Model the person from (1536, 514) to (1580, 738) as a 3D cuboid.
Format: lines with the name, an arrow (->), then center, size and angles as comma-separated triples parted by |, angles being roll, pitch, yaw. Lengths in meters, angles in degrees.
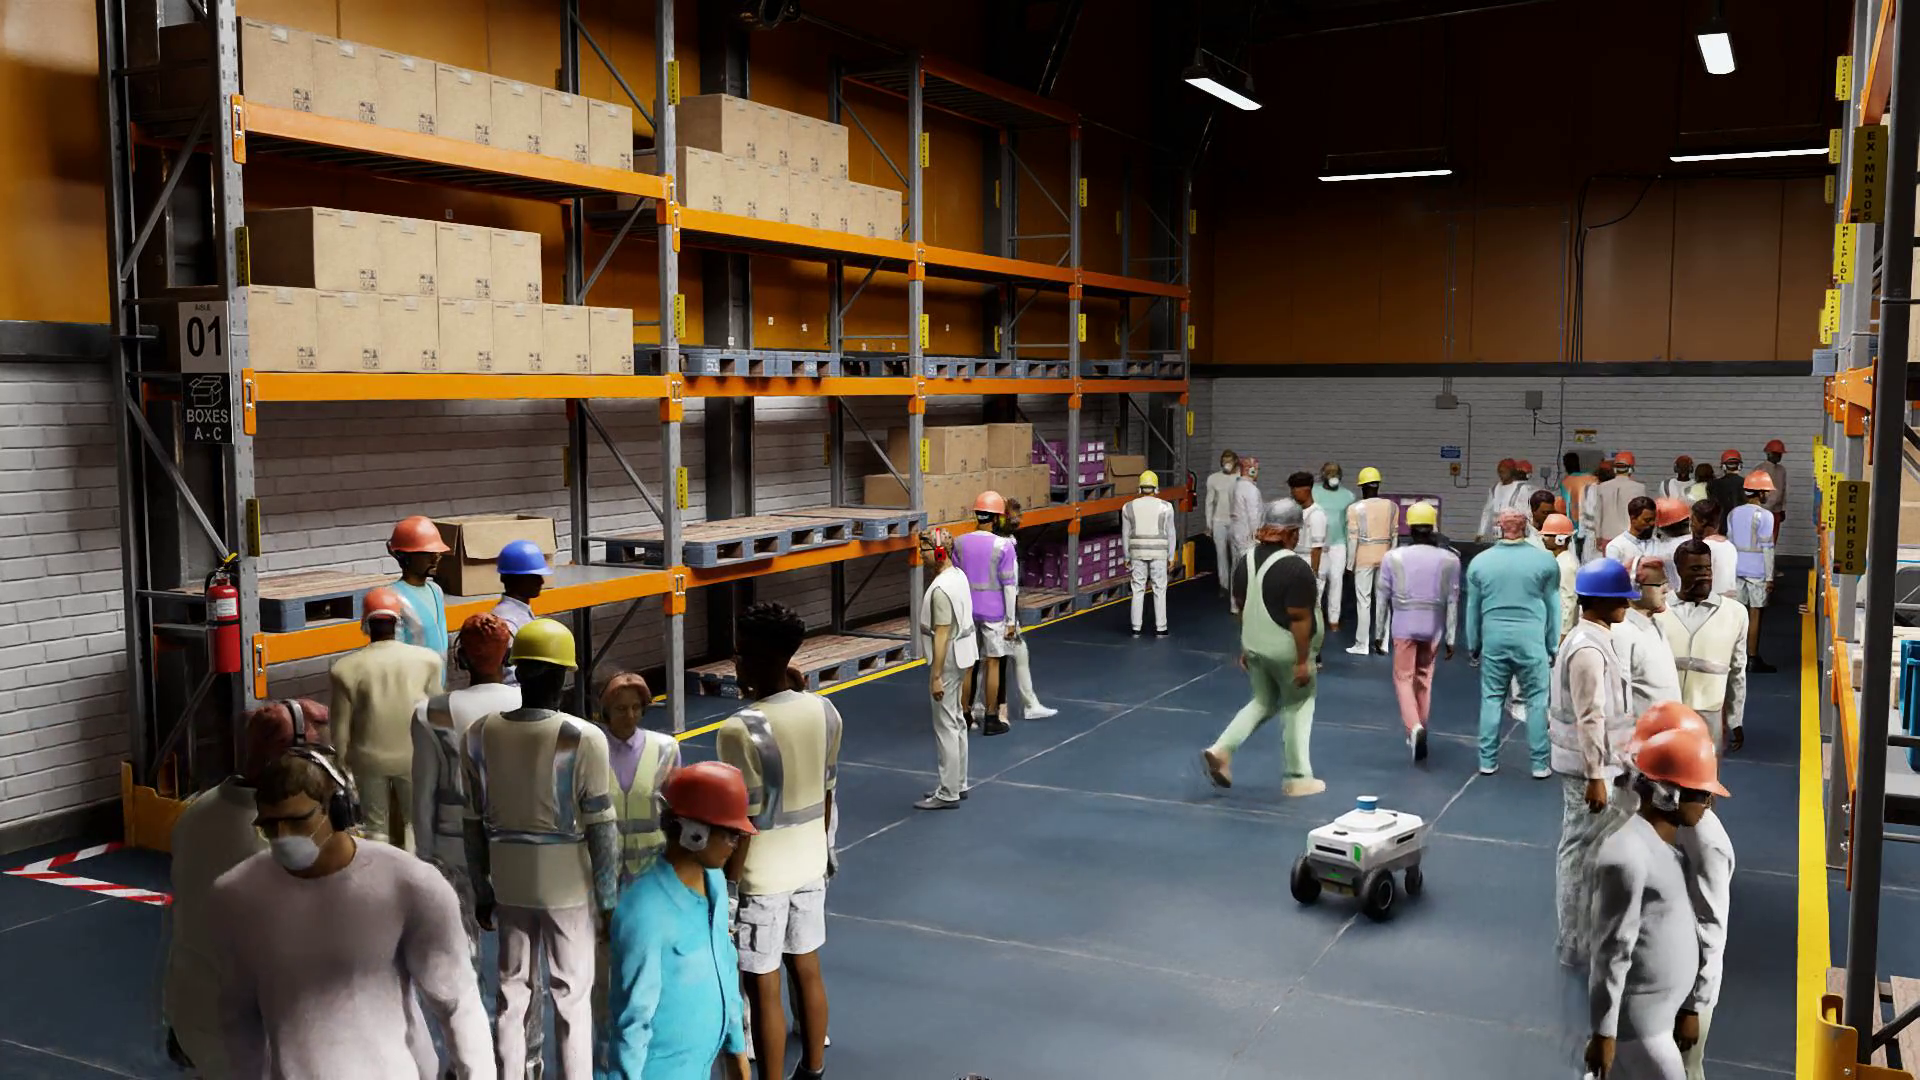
person -> 4.662, 0.668, 13.007 | 0.336, 1.753, 0.564 | 1, 5, 10

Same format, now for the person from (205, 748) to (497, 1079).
person -> -1.526, 1.428, 4.244 | 0.731, 1.874, 1.054 | 0, 5, -3

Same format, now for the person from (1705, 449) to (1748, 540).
person -> 9.250, -0.095, 19.978 | 0.608, 1.988, 0.387 | 1, 5, 12

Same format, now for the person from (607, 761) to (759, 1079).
person -> -0.705, 1.467, 4.595 | 0.702, 1.710, 0.617 | 1, 5, 14

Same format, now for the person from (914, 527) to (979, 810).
person -> -0.081, 0.833, 10.820 | 0.394, 1.836, 0.560 | 1, 5, 10

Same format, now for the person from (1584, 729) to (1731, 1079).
person -> 2.179, 1.428, 5.111 | 0.906, 1.694, 0.578 | 4, 7, 37

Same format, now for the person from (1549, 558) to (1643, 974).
person -> 2.984, 1.052, 7.850 | 0.391, 1.948, 0.605 | 2, 6, 18

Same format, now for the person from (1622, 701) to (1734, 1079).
person -> 2.242, 1.381, 5.326 | 0.322, 1.754, 0.563 | 0, 5, 0

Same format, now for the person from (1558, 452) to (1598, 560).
person -> 8.287, -0.233, 22.122 | 0.638, 1.868, 0.864 | -1, 5, -11

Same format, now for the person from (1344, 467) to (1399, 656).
person -> 4.179, 0.218, 16.946 | 0.586, 1.925, 0.369 | -2, 6, -19

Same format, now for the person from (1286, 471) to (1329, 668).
person -> 3.292, 0.309, 15.868 | 0.429, 1.947, 0.626 | 0, 5, -4

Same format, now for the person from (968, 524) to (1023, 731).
person -> 0.224, 0.670, 13.311 | 0.556, 1.695, 0.318 | -2, 6, -19

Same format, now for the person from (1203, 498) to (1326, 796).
person -> 2.072, 0.707, 11.064 | 0.769, 2.000, 0.692 | -3, 6, -28

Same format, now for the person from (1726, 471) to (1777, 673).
person -> 7.609, 0.305, 15.944 | 0.356, 1.937, 0.552 | -2, 6, -17

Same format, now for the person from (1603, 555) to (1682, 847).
person -> 3.394, 1.026, 8.341 | 0.405, 1.911, 0.636 | 4, 6, 35

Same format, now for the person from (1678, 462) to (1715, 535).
person -> 8.984, -0.025, 20.102 | 0.646, 1.825, 0.678 | 1, 6, 16

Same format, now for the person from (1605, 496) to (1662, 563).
person -> 5.206, 0.607, 12.874 | 0.598, 1.907, 0.401 | -4, 6, -34

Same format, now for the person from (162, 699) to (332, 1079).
person -> -1.980, 1.384, 4.659 | 0.667, 1.876, 0.474 | 5, 7, 44

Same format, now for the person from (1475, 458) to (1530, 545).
person -> 6.576, -0.064, 20.281 | 0.678, 1.863, 0.622 | -3, 6, -25

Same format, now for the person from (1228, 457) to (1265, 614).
person -> 3.418, -0.029, 19.757 | 0.400, 1.905, 0.645 | -1, 5, -11

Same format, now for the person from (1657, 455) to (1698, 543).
person -> 8.977, -0.112, 20.715 | 0.574, 1.884, 0.356 | 3, 6, 30

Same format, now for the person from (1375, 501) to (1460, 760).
person -> 3.383, 0.667, 12.277 | 0.595, 1.903, 0.806 | 0, 5, 3

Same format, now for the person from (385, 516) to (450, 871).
person -> -2.953, 0.887, 9.117 | 0.378, 2.044, 0.607 | 1, 5, 7

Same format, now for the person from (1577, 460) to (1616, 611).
person -> 7.742, -0.040, 20.137 | 0.476, 1.854, 0.613 | -3, 6, -30

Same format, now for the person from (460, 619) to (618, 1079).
person -> -1.489, 1.240, 5.974 | 0.586, 1.919, 0.379 | 1, 5, 14

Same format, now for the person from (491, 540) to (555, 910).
person -> -2.321, 0.966, 8.770 | 0.403, 1.945, 0.614 | -1, 5, -8

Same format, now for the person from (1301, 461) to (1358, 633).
person -> 4.107, 0.059, 18.661 | 0.643, 1.924, 0.653 | 0, 5, 1

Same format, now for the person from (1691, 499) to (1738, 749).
person -> 5.614, 0.648, 12.450 | 0.606, 1.903, 0.393 | -5, 7, -43

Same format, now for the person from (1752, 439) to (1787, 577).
person -> 11.584, -0.445, 23.784 | 0.611, 1.985, 0.412 | -2, 6, -24

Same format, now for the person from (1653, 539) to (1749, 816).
person -> 3.978, 0.947, 9.115 | 0.596, 1.921, 0.380 | 2, 6, 19

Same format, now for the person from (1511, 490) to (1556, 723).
person -> 4.707, 0.538, 13.609 | 0.601, 1.908, 0.391 | -2, 6, -24

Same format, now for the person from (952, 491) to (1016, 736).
person -> 0.201, 0.579, 13.098 | 0.548, 1.924, 0.387 | 3, 6, 26

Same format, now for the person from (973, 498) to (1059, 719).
person -> 0.410, 0.575, 13.578 | 0.889, 1.828, 0.516 | 3, 6, 32

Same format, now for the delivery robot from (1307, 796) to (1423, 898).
delivery robot -> 2.153, 1.604, 8.818 | 0.477, 0.478, 0.707 | 5, 7, 44

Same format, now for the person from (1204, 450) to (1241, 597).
person -> 3.510, -0.222, 21.700 | 0.630, 1.925, 0.529 | 2, 6, 21

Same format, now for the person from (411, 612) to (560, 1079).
person -> -1.837, 1.216, 6.495 | 0.568, 1.878, 0.351 | -2, 6, -25

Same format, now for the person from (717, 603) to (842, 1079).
person -> -0.685, 1.205, 6.109 | 0.363, 1.966, 0.610 | 3, 6, 32

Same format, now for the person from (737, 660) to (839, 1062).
person -> -0.746, 1.296, 6.862 | 0.514, 1.641, 0.308 | -3, 6, -26

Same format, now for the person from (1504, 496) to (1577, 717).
person -> 4.820, 0.564, 13.694 | 0.653, 1.836, 0.797 | -4, 7, -40

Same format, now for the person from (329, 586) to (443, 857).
person -> -2.891, 1.101, 8.441 | 0.577, 1.733, 0.541 | -2, 6, -22

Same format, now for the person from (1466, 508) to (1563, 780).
person -> 3.901, 0.722, 11.709 | 0.644, 1.895, 0.411 | 3, 6, 29

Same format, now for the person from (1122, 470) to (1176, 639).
person -> 2.054, 0.159, 18.066 | 0.590, 1.835, 0.404 | 1, 5, 13

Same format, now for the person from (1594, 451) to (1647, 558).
person -> 7.770, -0.050, 19.531 | 0.615, 1.984, 0.409 | 5, 7, 43

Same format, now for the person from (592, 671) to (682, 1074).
person -> -1.310, 1.338, 6.511 | 0.535, 1.619, 0.626 | -2, 6, -20
